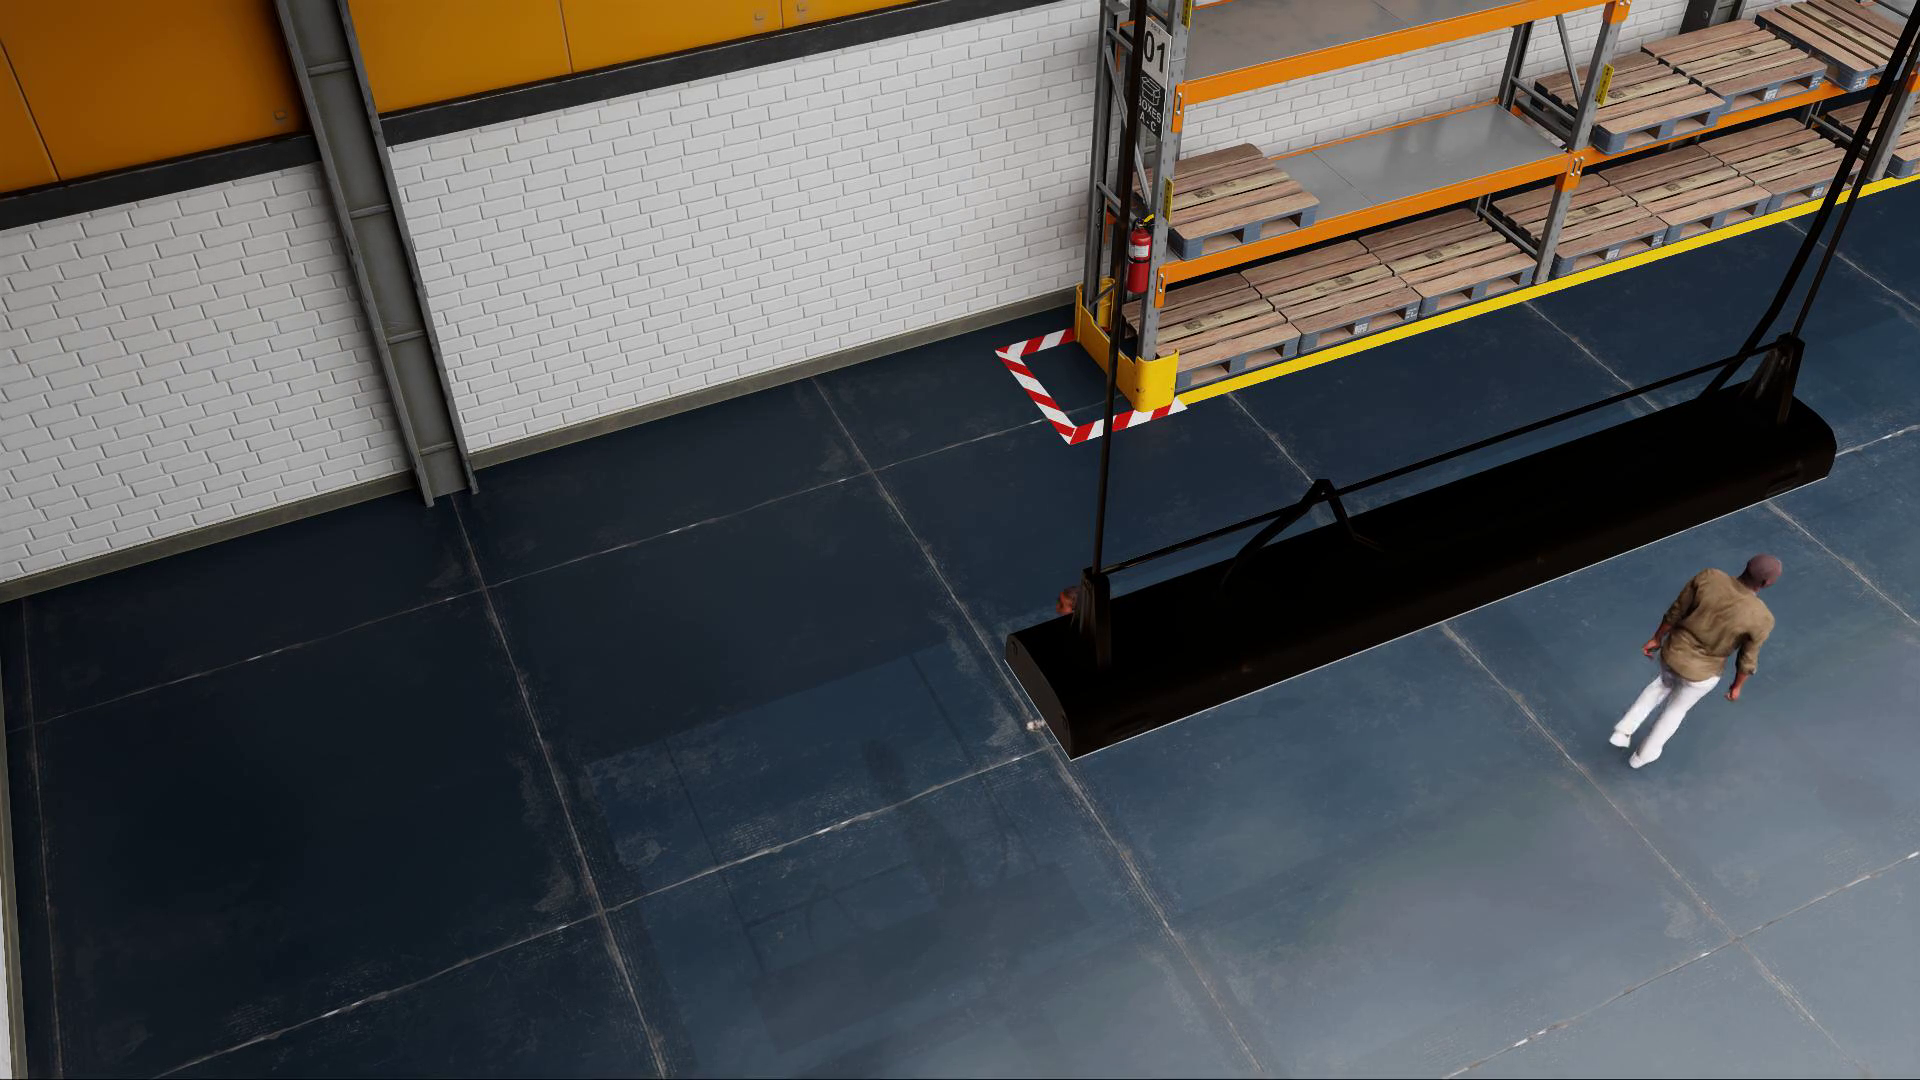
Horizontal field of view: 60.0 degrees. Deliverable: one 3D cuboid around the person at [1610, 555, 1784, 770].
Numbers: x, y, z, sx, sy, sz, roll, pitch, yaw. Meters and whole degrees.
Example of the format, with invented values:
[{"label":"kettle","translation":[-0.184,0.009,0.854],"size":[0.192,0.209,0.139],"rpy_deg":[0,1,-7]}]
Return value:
[{"label":"person","translation":[4.422,0.770,10.134],"size":[0.828,1.791,0.810],"rpy_deg":[-32,52,-29]}]
